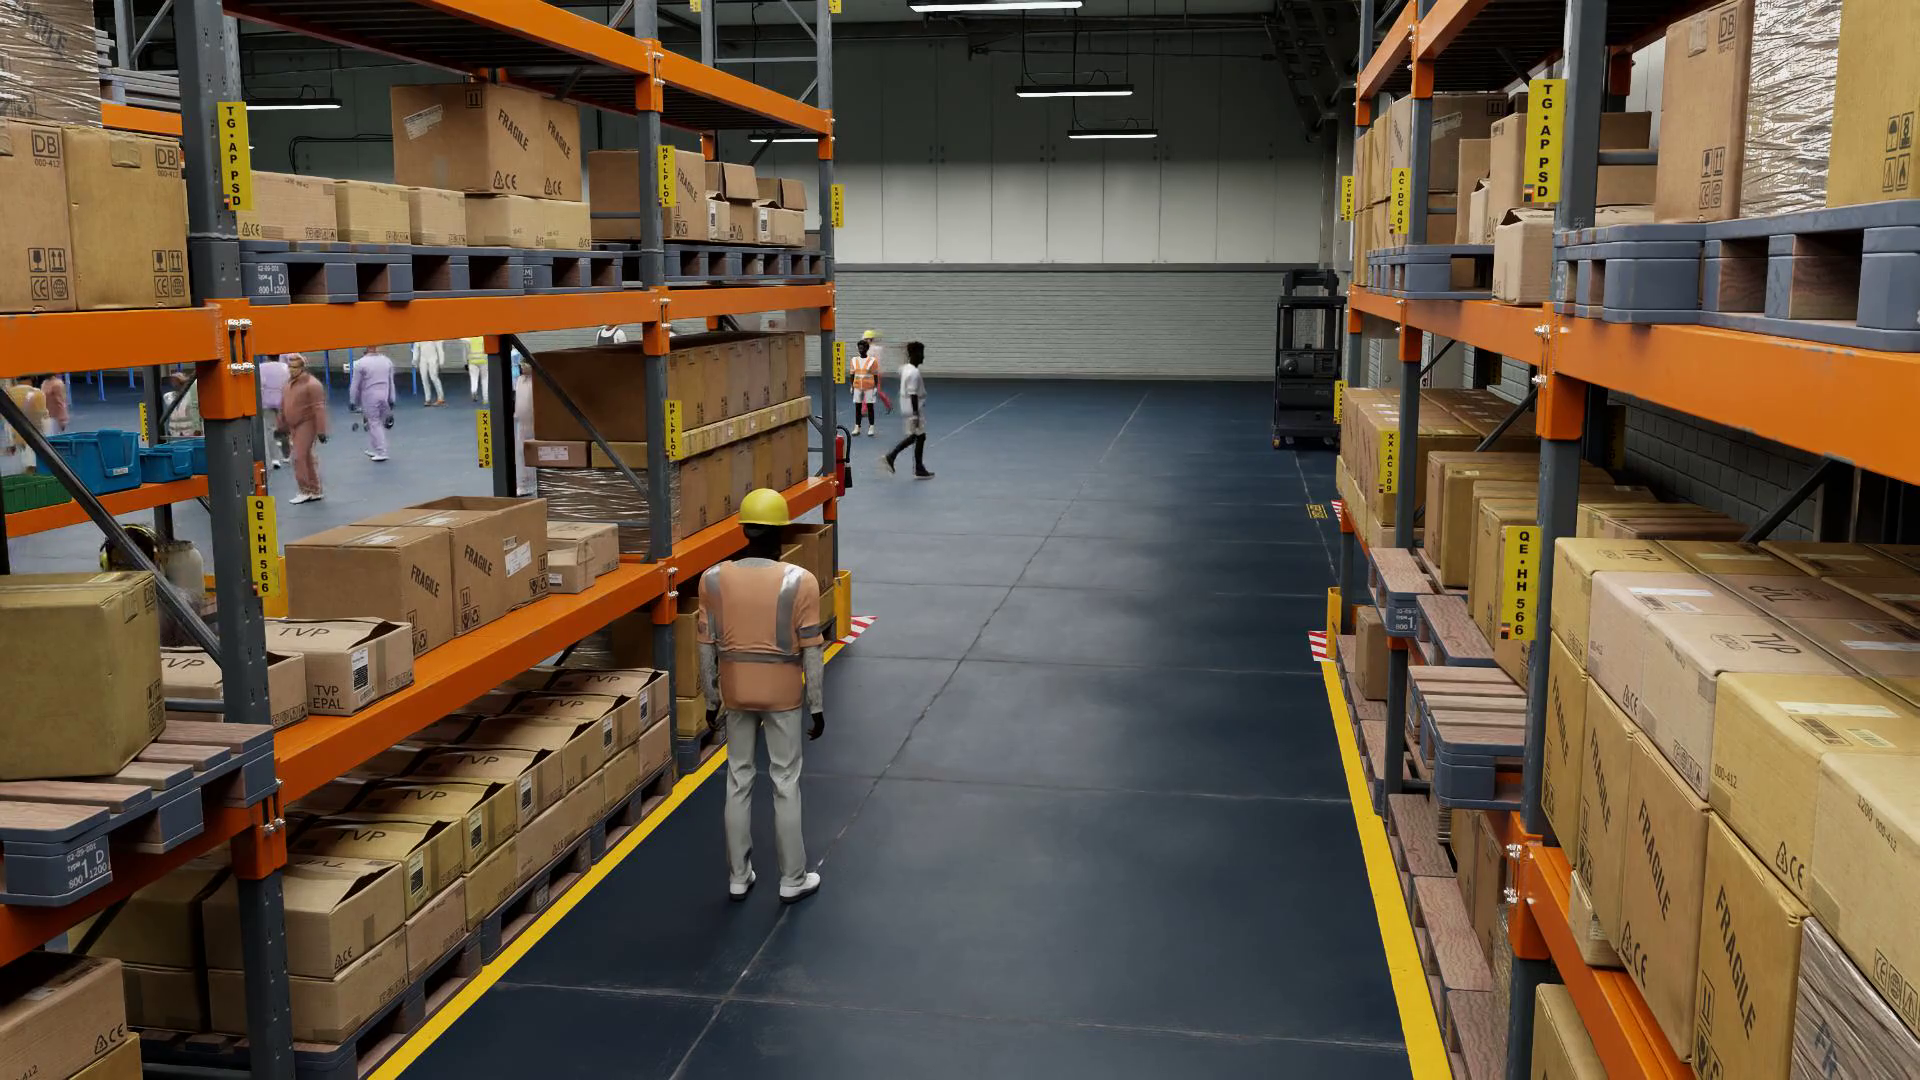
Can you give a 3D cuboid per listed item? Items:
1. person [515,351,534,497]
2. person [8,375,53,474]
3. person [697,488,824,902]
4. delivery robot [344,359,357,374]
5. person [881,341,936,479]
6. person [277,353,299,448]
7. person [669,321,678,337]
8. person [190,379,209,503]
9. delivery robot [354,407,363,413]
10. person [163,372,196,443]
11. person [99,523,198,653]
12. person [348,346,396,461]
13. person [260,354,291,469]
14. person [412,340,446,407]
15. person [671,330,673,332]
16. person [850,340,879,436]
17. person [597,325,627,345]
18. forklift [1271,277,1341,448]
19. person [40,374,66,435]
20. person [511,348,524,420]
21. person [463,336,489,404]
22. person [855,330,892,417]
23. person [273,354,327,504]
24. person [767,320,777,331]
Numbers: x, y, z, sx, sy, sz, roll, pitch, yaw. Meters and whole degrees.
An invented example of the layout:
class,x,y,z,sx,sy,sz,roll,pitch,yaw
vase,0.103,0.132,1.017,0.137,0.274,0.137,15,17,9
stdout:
class,x,y,z,sx,sy,sz,roll,pitch,yaw
person,-5.511,-1.531,21.751,0.643,1.888,0.842,7,11,36
person,-11.084,-1.207,19.741,0.558,1.900,0.967,4,10,25
person,-0.911,0.718,7.743,0.593,1.922,0.380,2,9,11
delivery robot,-16.284,-4.636,44.825,0.707,0.478,0.477,7,11,35
person,-0.713,-1.829,23.395,0.669,1.944,0.623,-2,9,-13
person,-11.192,-2.559,27.593,0.378,2.044,0.607,1,9,5
person,-6.547,-3.989,37.132,0.651,1.809,0.558,2,9,14
person,-9.269,-1.401,20.747,0.395,1.943,0.614,7,11,35
delivery robot,-10.919,-2.488,30.776,0.335,0.223,0.698,3,10,17
person,-9.983,-1.341,21.372,0.547,1.619,0.478,0,9,2
person,-3.655,0.811,7.543,0.735,1.821,0.546,-3,10,-20
person,-9.136,-2.170,25.700,0.895,1.869,0.669,6,11,35
person,-10.227,-2.019,24.872,0.575,1.863,1.077,-3,10,-20
person,-11.532,-3.848,35.992,0.652,1.906,0.543,4,10,21
person,-6.935,-4.307,38.608,0.610,1.976,0.439,3,10,17
person,-1.703,-2.696,29.503,0.540,1.695,0.317,3,10,16
person,-7.455,-3.797,35.367,0.683,2.000,0.536,4,10,22
forklift,5.847,-3.016,27.970,1.129,2.768,1.873,1,9,9
person,-12.548,-1.659,22.962,0.572,1.735,0.576,9,13,43
person,-8.858,-3.217,32.779,0.548,1.685,0.469,1,9,5
person,-10.574,-3.902,36.550,0.649,1.822,0.526,-1,9,-8
person,-1.734,-3.356,33.445,0.760,1.745,0.527,-8,12,-42
person,-8.330,-1.389,20.887,0.670,1.874,0.696,7,12,38
person,-5.064,-5.055,44.339,0.819,1.600,0.540,4,10,22
